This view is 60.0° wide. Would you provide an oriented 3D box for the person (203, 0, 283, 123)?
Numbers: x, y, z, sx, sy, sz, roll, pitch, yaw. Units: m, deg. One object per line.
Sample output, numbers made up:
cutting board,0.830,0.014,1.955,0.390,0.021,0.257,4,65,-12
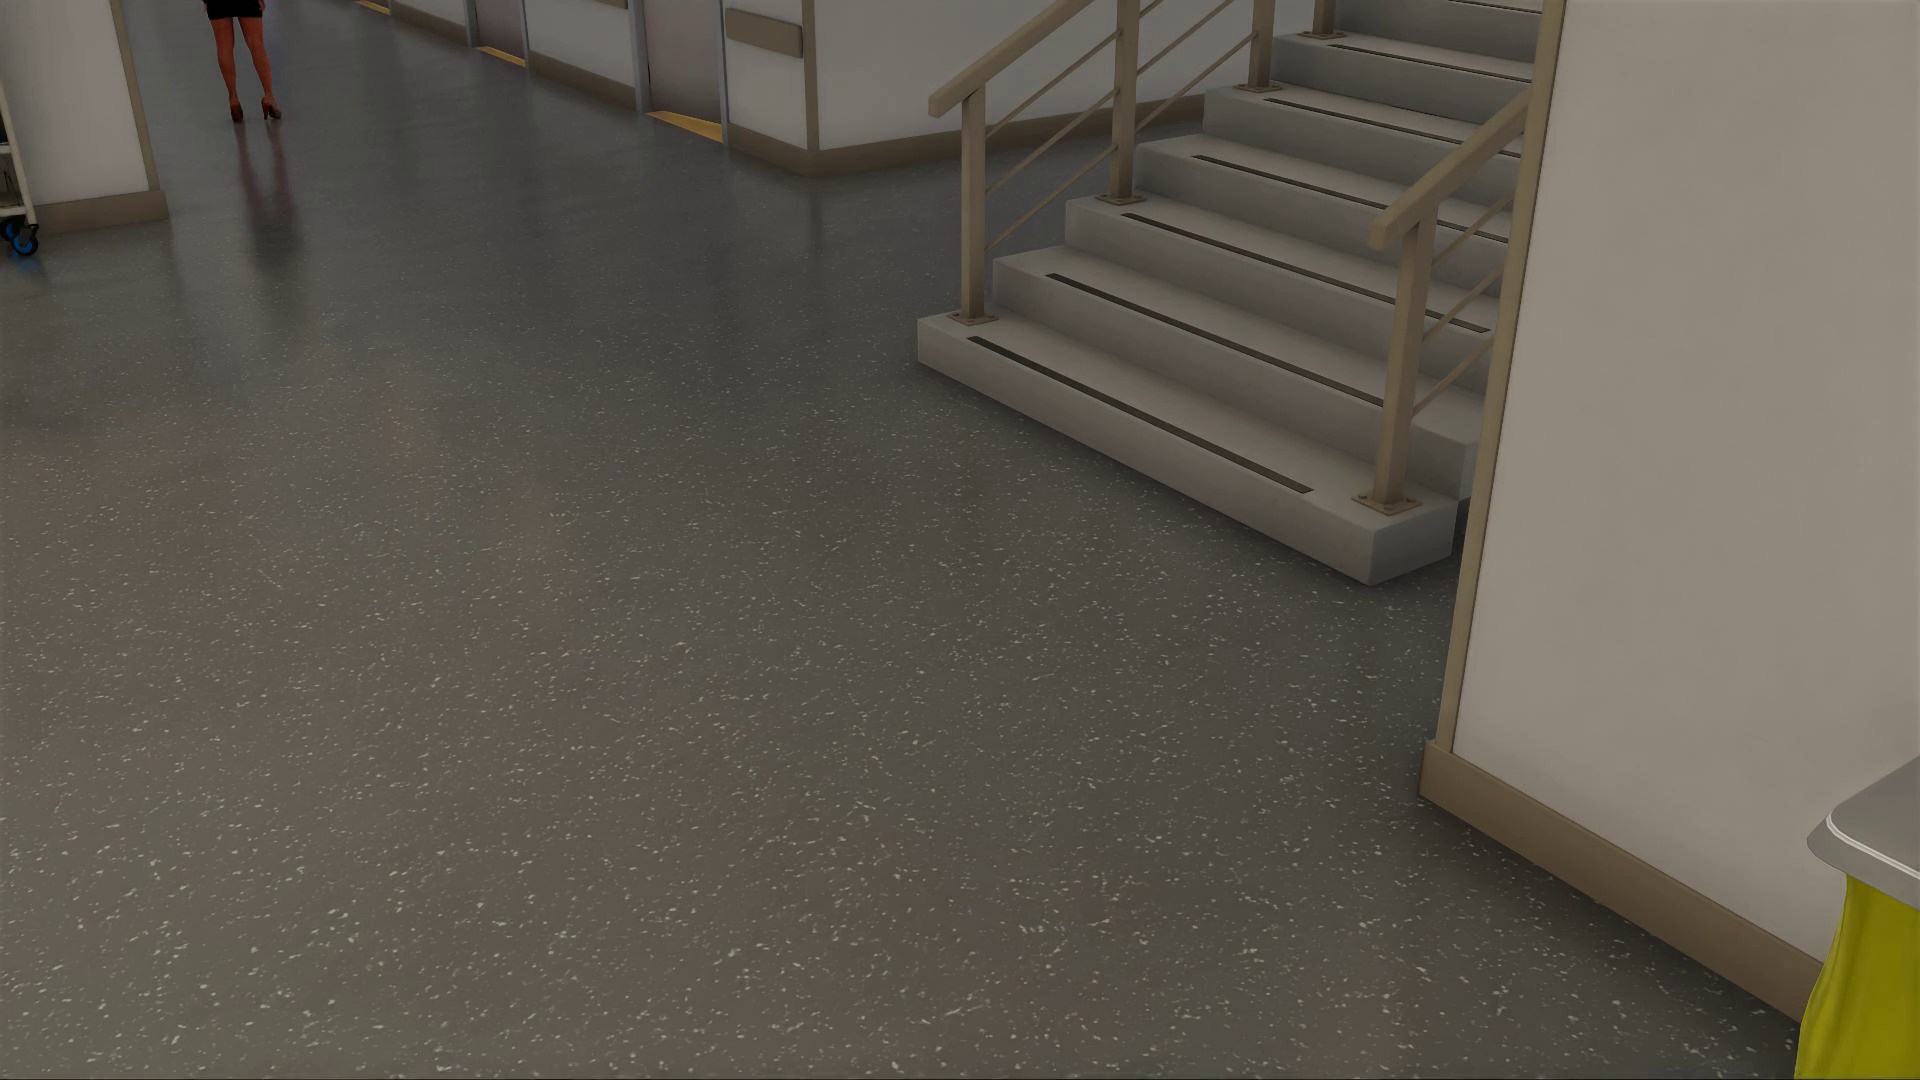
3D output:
person,-5.029,-3.737,11.505,0.664,1.640,0.725,-6,26,-12
